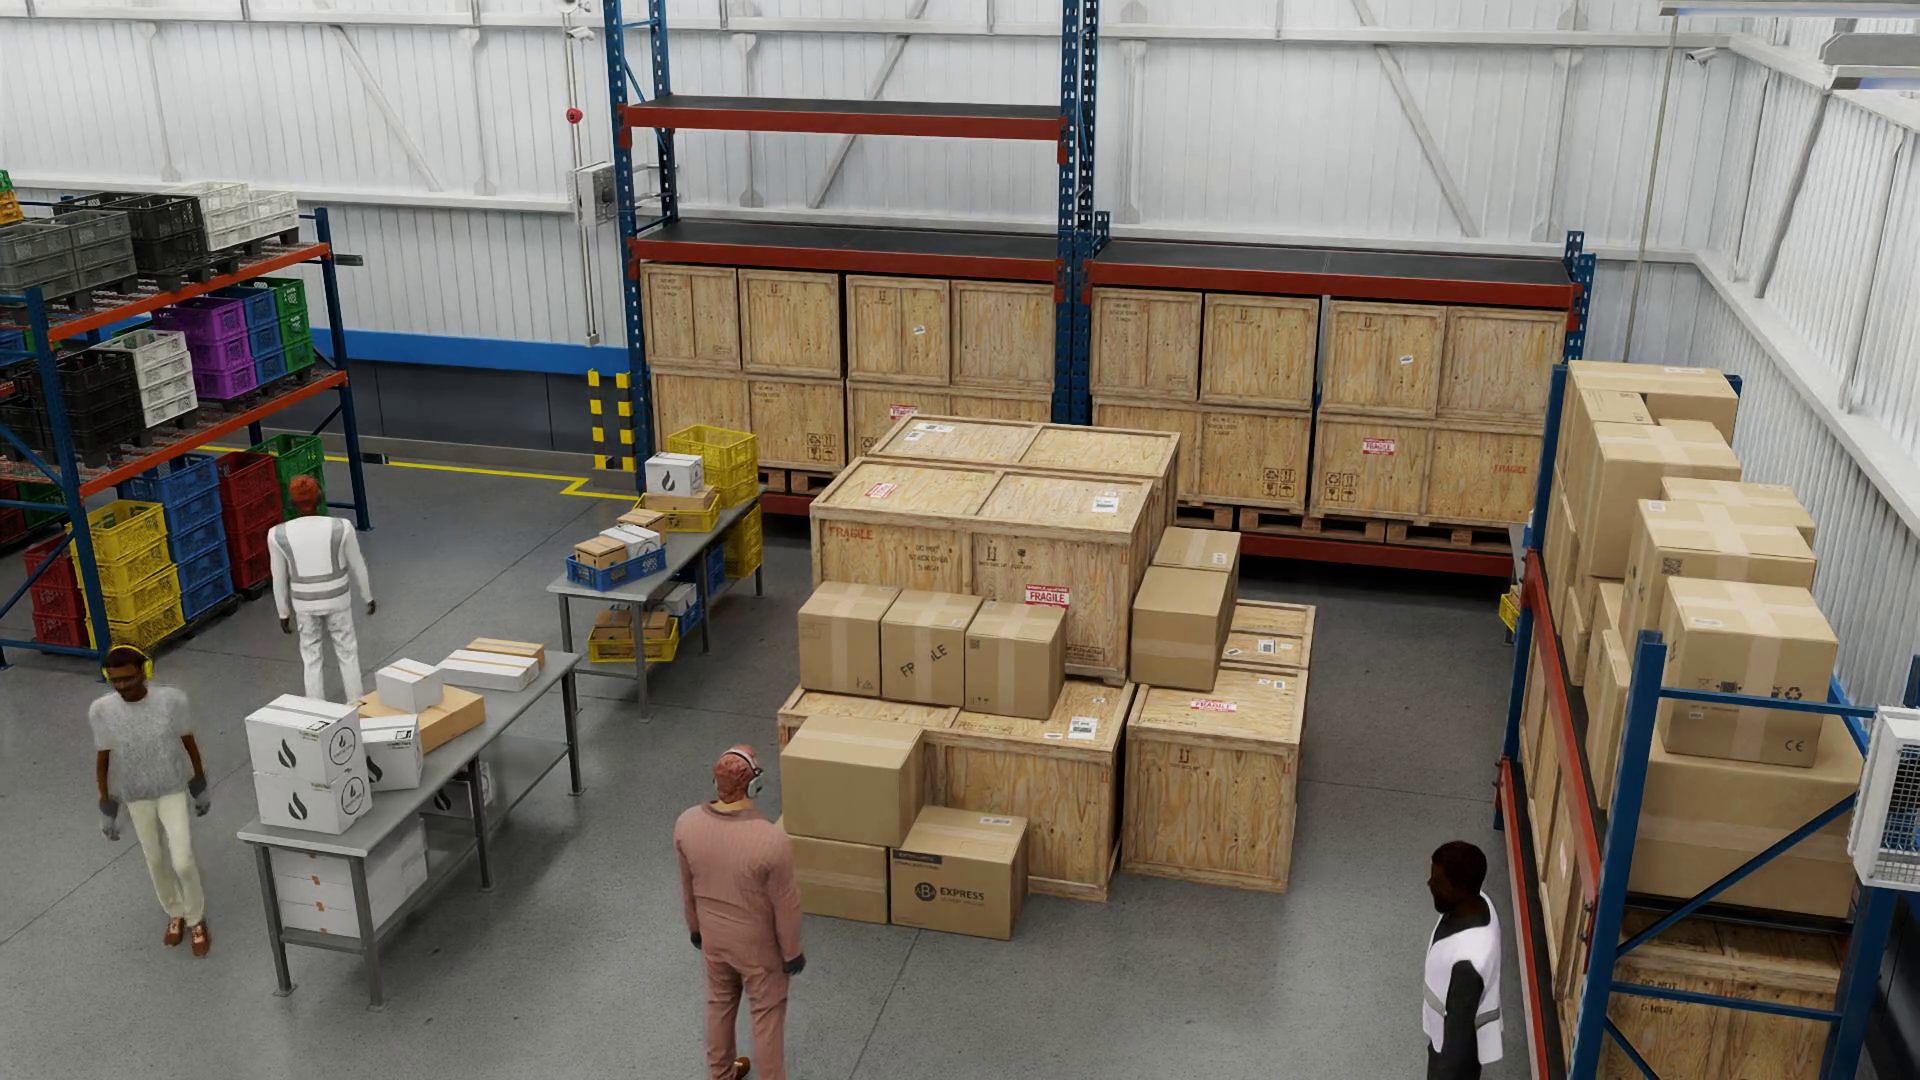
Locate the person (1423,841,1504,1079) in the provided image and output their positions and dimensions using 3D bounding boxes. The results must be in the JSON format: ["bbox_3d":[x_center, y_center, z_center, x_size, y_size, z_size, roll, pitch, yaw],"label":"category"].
[{"bbox_3d":[2.114,2.144,7.129,0.407,1.909,0.593,6,22,15],"label":"person"}]

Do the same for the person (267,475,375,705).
[{"bbox_3d":[-4.433,0.451,11.591,0.615,1.880,0.340,-6,22,-16],"label":"person"}]

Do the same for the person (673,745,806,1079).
[{"bbox_3d":[-1.019,1.854,7.903,0.648,1.900,0.400,11,23,26],"label":"person"}]

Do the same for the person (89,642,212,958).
[{"bbox_3d":[-4.406,1.439,9.056,0.530,1.846,0.613,-5,22,-14],"label":"person"}]
